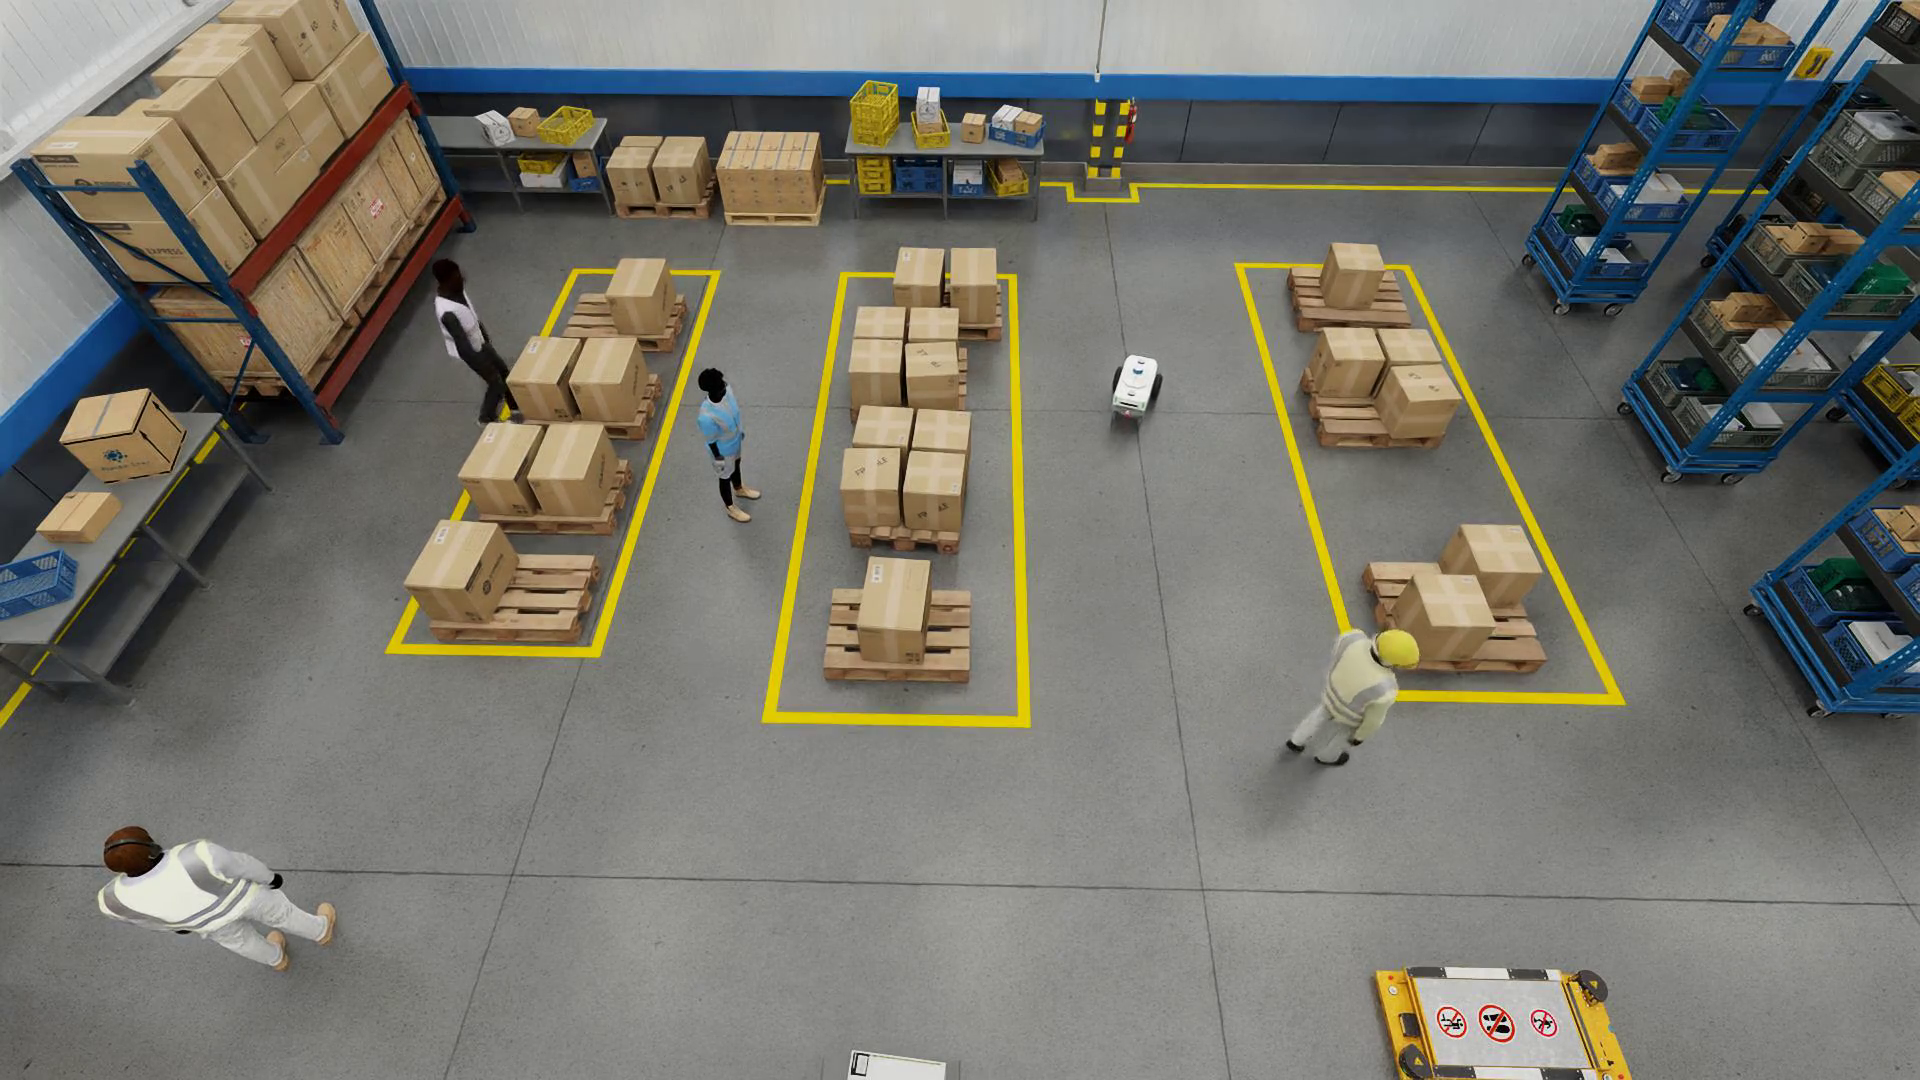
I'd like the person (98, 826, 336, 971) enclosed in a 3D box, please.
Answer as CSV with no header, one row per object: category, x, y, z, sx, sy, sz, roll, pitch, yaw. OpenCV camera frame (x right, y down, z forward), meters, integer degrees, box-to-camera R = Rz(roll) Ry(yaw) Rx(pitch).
person,-4.568,2.211,5.659,0.633,1.843,0.429,-27,56,-20

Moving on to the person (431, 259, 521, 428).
person,-4.743,-1.884,8.963,0.612,1.897,0.679,-12,52,-10

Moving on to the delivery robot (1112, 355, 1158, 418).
delivery robot,1.825,-1.611,9.541,0.477,0.478,0.707,14,52,11

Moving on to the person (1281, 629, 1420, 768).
person,2.778,1.144,6.550,0.499,1.821,0.610,-13,52,-10

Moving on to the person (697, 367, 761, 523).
person,-2.102,-0.873,8.265,0.321,1.697,0.535,10,52,8

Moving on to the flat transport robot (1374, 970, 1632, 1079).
flat transport robot,3.501,3.133,5.914,1.431,0.197,0.652,1,51,1

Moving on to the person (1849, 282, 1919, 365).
person,10.170,-2.540,9.658,0.515,1.645,0.309,-11,52,-9
